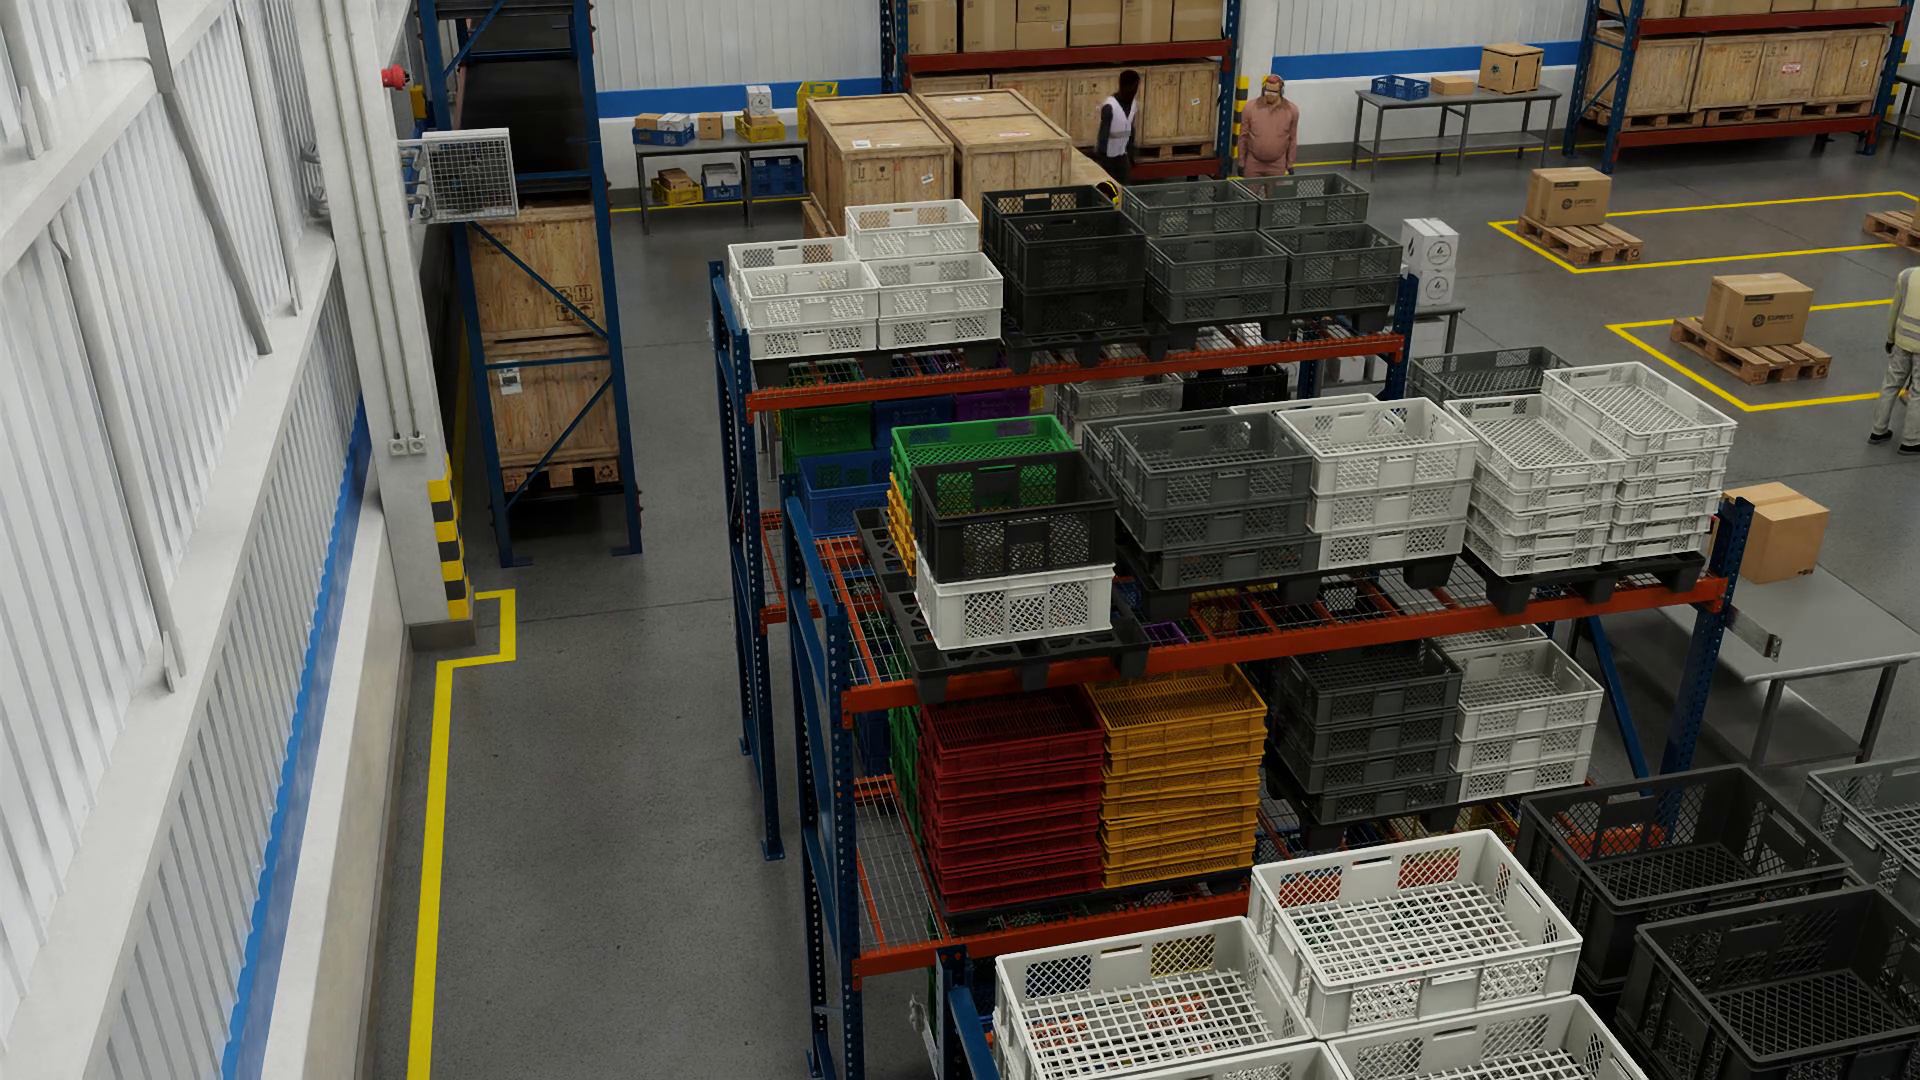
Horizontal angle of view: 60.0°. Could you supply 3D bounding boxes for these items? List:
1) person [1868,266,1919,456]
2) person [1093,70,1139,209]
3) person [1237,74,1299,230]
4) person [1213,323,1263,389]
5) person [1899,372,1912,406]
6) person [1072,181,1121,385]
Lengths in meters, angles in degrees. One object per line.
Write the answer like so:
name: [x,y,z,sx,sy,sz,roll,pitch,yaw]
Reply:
person: [7.731,-1.585,13.360,0.404,1.835,0.587,-14,31,-24]
person: [1.648,-4.225,18.326,0.450,1.876,0.647,22,35,36]
person: [3.316,-4.085,18.033,0.636,1.902,0.406,3,28,5]
person: [2.105,-1.253,12.675,0.337,1.883,0.584,23,35,36]
person: [8.442,-1.930,14.168,0.527,1.690,0.318,11,30,21]
person: [1.252,-2.218,14.524,0.534,1.868,0.310,16,32,28]
